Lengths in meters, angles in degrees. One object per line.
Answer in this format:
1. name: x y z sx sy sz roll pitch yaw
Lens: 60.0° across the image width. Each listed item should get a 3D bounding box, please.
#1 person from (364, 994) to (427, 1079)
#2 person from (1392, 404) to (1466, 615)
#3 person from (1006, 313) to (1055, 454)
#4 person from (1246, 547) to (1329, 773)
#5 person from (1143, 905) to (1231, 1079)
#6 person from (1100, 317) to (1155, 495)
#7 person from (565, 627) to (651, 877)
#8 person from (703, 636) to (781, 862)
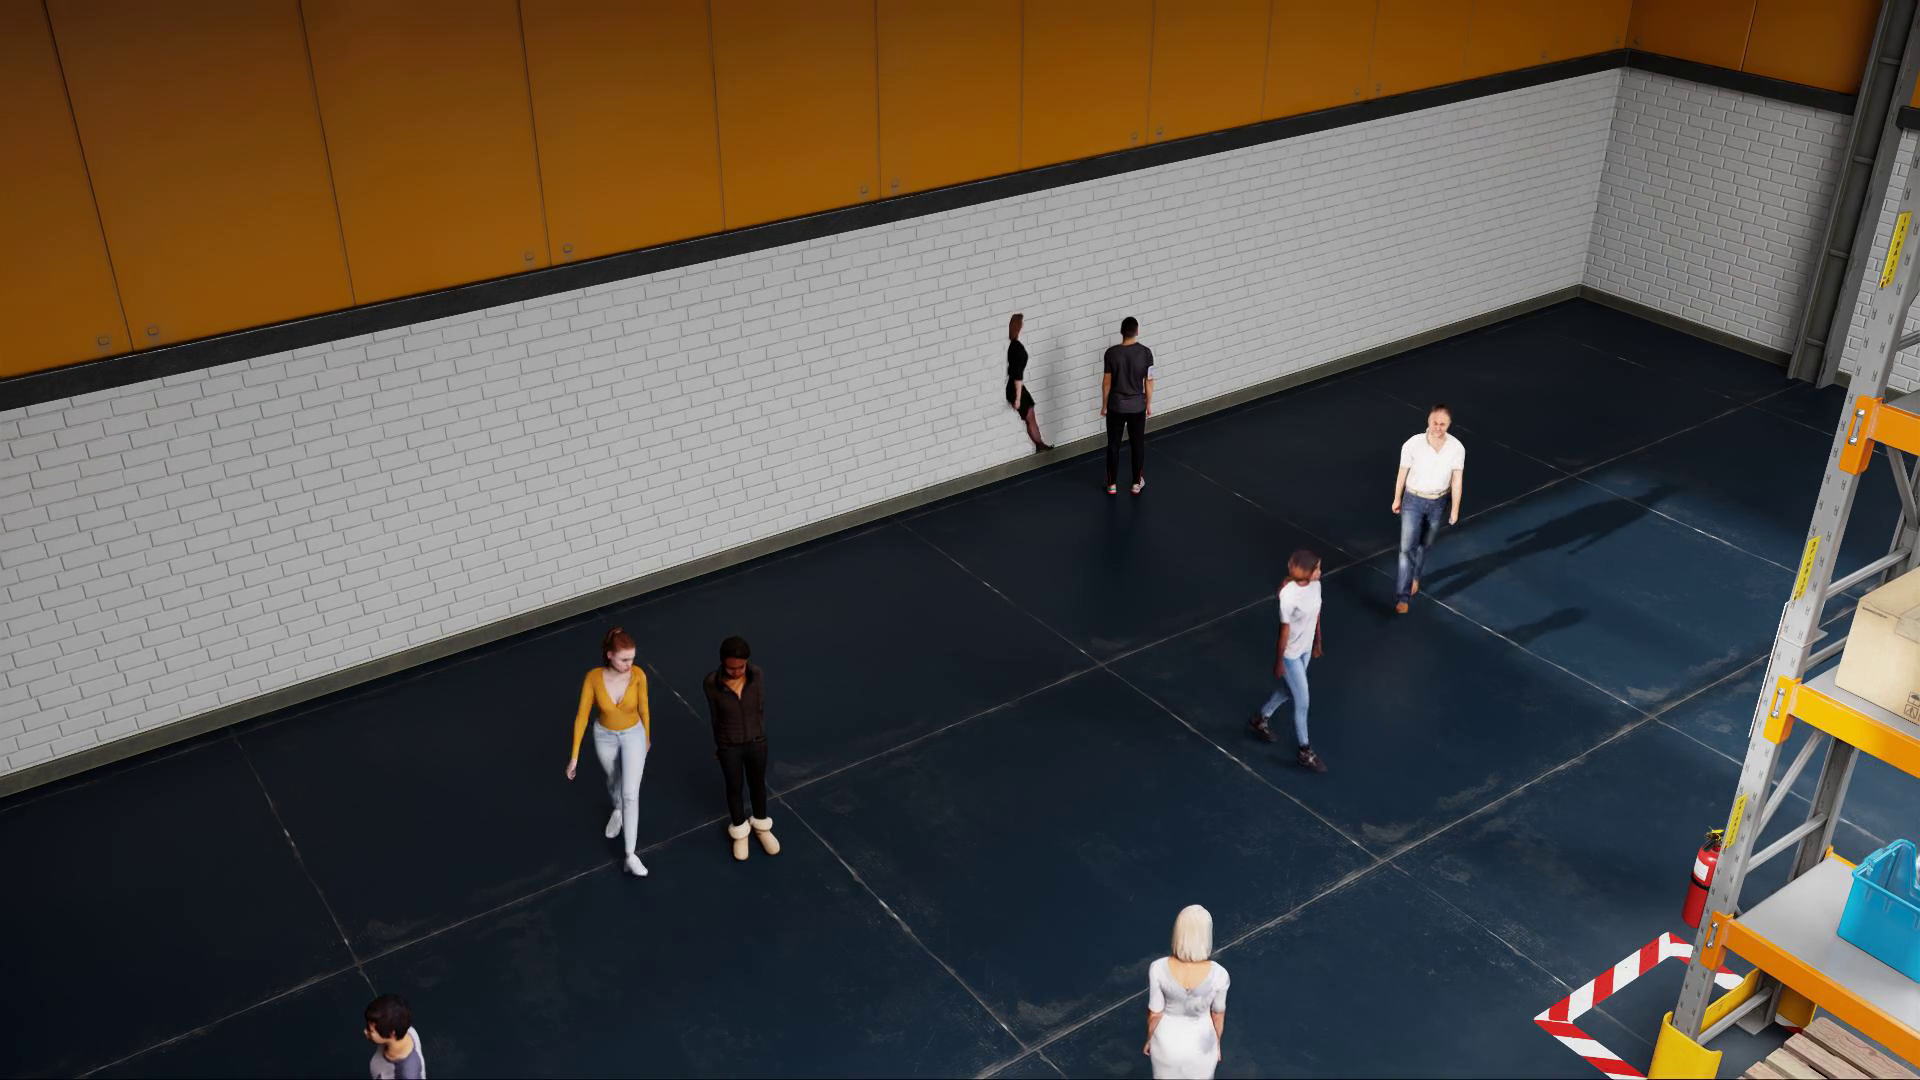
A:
1. person: -2.743 2.881 8.359 0.643 1.566 0.483 -15 32 -25
2. person: 3.931 -0.349 14.013 1.140 1.822 1.168 7 29 12
3. person: 0.410 -1.385 16.085 0.662 1.658 1.024 -18 33 -30
4. person: 2.370 0.801 12.037 1.030 1.697 0.763 22 35 34
5. person: 1.168 2.622 8.644 0.641 1.749 0.692 3 29 5
6. person: 1.570 -1.270 15.765 0.714 1.763 0.738 1 29 1
7. person: -2.280 1.307 11.096 1.023 1.710 1.208 -2 29 -3
8. person: -1.464 1.336 11.096 0.622 1.659 0.680 -13 31 -22
